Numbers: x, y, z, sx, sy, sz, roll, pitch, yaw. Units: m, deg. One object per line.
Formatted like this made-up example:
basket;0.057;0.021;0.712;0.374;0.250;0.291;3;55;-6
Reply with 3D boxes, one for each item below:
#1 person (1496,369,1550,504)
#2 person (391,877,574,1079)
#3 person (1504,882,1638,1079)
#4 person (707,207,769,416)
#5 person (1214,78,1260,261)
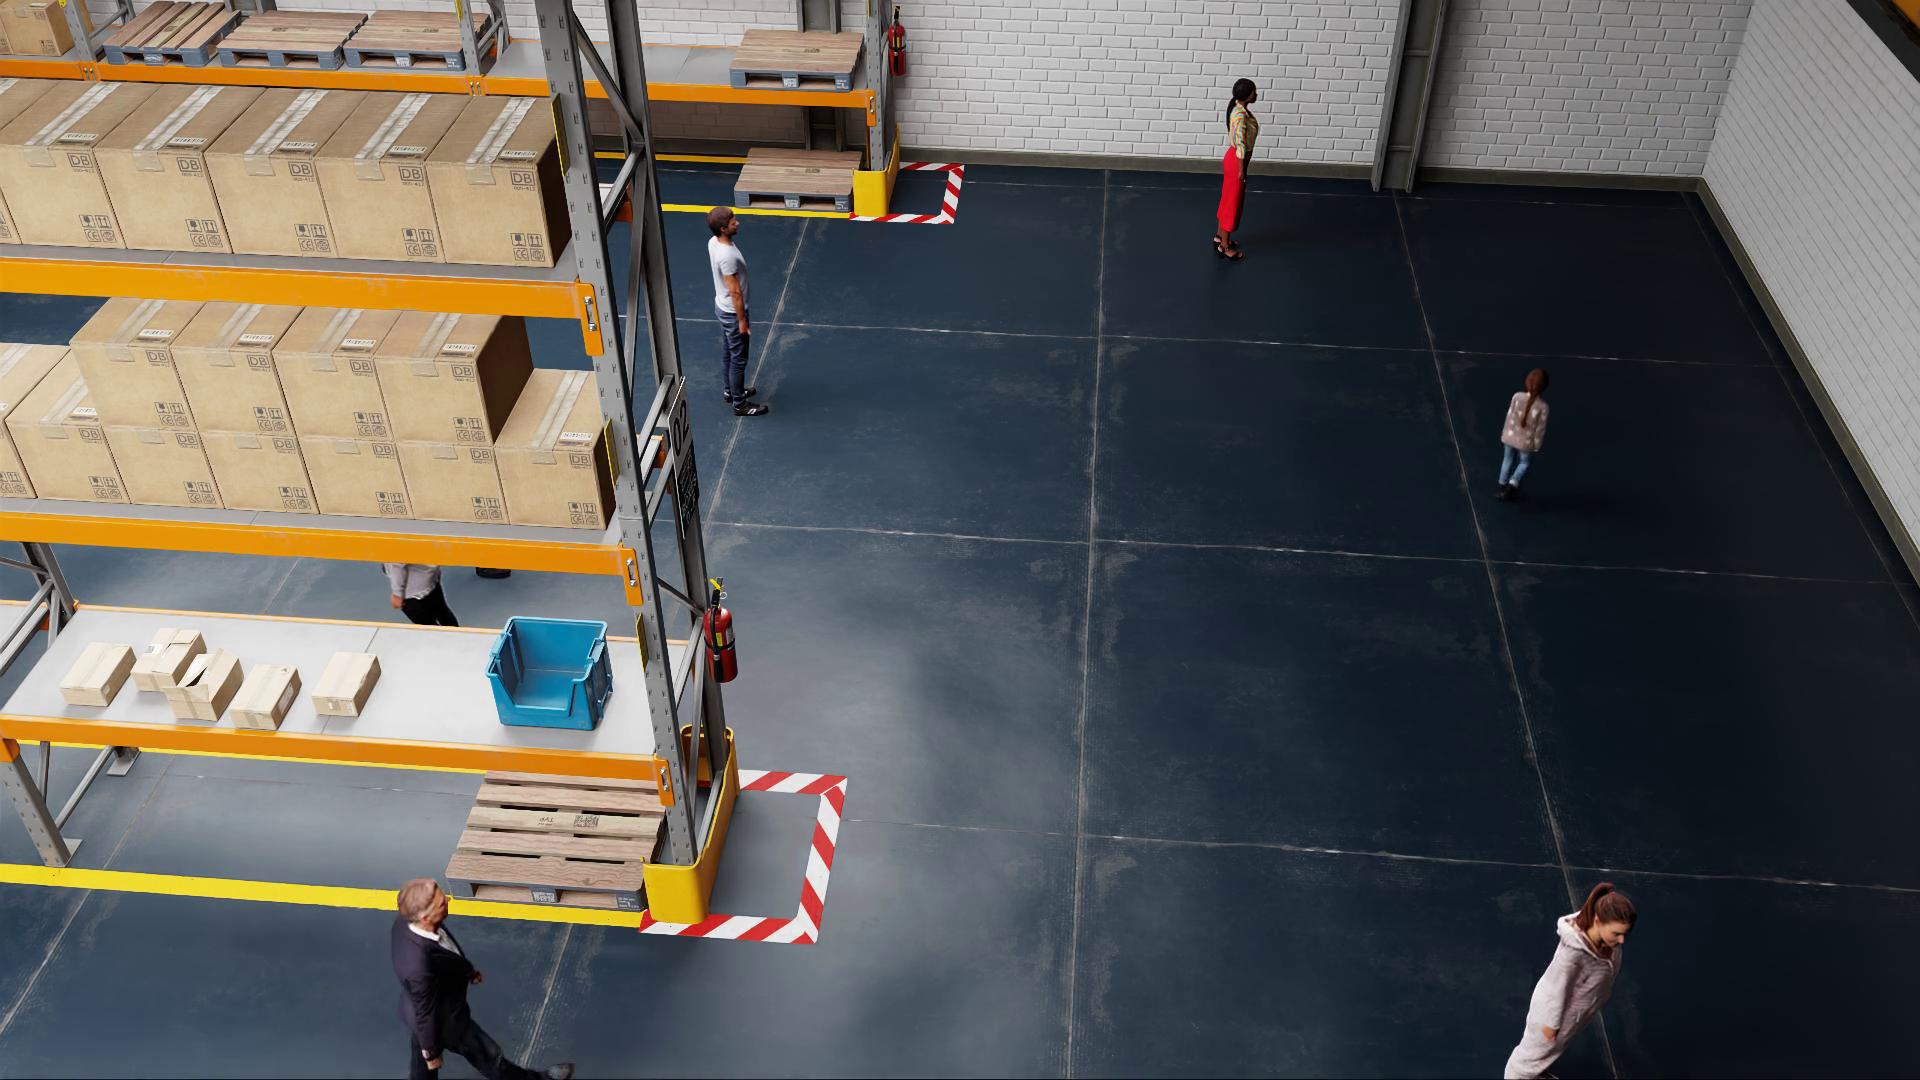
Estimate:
person;4.318;-0.779;12.852;0.621;1.187;0.673;25;45;28
person;-2.730;2.393;8.406;1.201;1.779;1.023;-16;41;-19
person;3.097;2.347;8.538;0.763;1.688;0.721;32;48;33
person;-1.882;-1.890;13.700;0.704;1.866;0.706;-15;41;-18
person;2.619;-3.531;15.813;0.557;1.793;0.614;-1;39;-1
